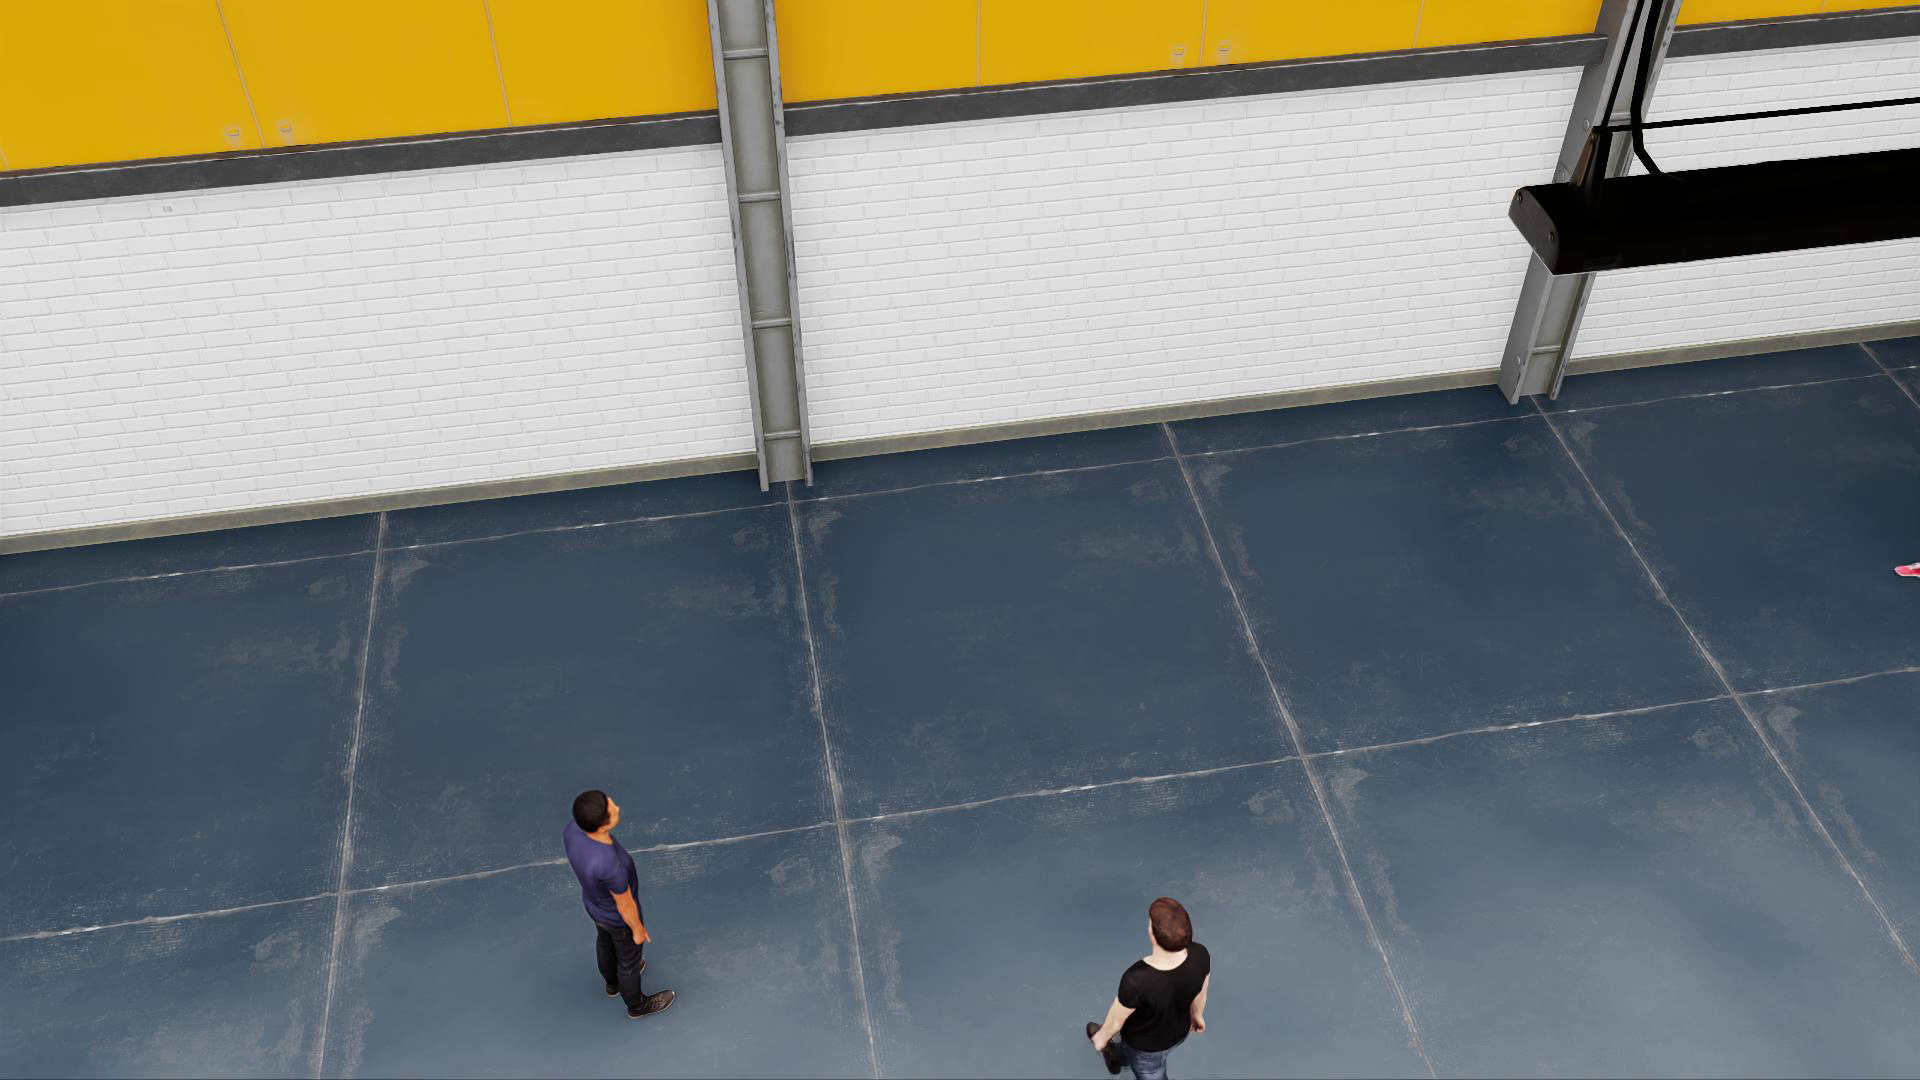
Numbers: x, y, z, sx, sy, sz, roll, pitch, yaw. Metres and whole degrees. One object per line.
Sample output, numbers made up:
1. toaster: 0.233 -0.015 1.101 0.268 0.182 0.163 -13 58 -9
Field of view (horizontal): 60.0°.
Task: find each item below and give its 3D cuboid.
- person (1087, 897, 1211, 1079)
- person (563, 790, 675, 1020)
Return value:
1. person: 1.009 2.493 8.200 1.237 1.851 1.071 -24 48 -23
2. person: -1.856 1.930 8.834 0.711 1.792 0.720 -32 52 -29
